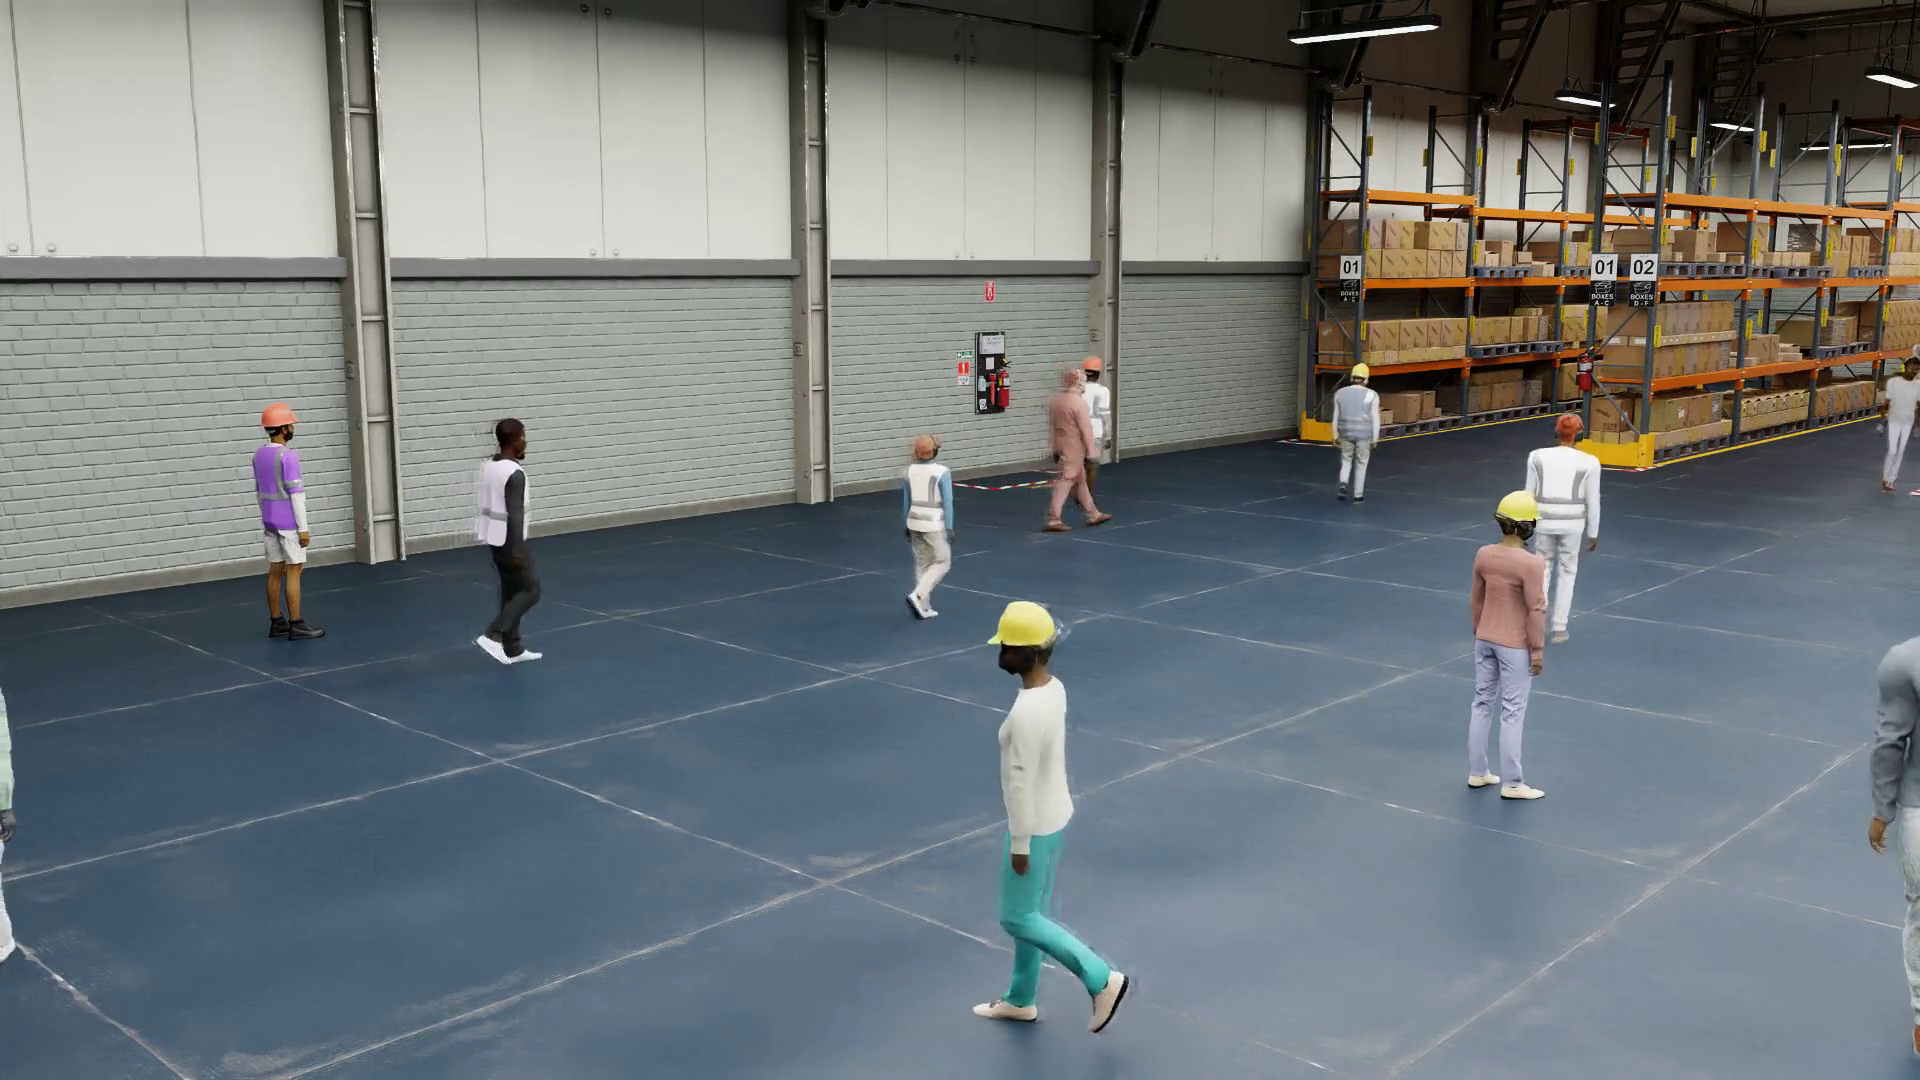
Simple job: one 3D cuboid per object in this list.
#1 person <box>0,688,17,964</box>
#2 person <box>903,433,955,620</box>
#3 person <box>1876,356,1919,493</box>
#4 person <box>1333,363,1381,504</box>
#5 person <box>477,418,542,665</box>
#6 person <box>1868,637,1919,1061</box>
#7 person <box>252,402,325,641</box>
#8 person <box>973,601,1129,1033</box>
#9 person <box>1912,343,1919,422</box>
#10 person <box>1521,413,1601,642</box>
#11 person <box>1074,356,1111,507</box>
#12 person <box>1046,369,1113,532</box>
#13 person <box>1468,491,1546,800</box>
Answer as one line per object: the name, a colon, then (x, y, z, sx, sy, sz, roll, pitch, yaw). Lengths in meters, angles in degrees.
person: (-4.215, 1.116, 6.893, 0.543, 1.600, 0.852, -3, 10, -15)
person: (-0.314, -0.093, 14.181, 0.531, 1.620, 0.462, 8, 12, 39)
person: (12.674, -1.544, 22.359, 0.540, 1.840, 0.629, 2, 9, 11)
person: (5.074, -1.353, 21.280, 0.612, 1.813, 0.444, 5, 11, 29)
person: (-3.442, 0.021, 12.651, 0.462, 1.901, 0.595, -7, 12, -37)
person: (3.834, 1.034, 6.405, 0.634, 1.922, 0.531, 4, 10, 23)
person: (-5.495, -0.148, 13.556, 0.545, 1.943, 0.348, 6, 11, 34)
person: (0.350, 1.105, 6.515, 0.579, 1.754, 0.532, 3, 10, 16)
person: (17.731, -2.956, 30.446, 0.610, 2.027, 0.692, 6, 11, 33)
person: (4.856, -0.096, 13.454, 0.603, 1.868, 0.444, 6, 11, 31)
person: (1.638, -1.345, 20.894, 0.577, 1.921, 0.417, 5, 11, 30)
person: (1.409, -1.030, 19.161, 0.975, 1.856, 0.664, -4, 10, -21)
person: (3.149, 0.597, 9.547, 0.328, 1.769, 0.526, -4, 10, -25)
